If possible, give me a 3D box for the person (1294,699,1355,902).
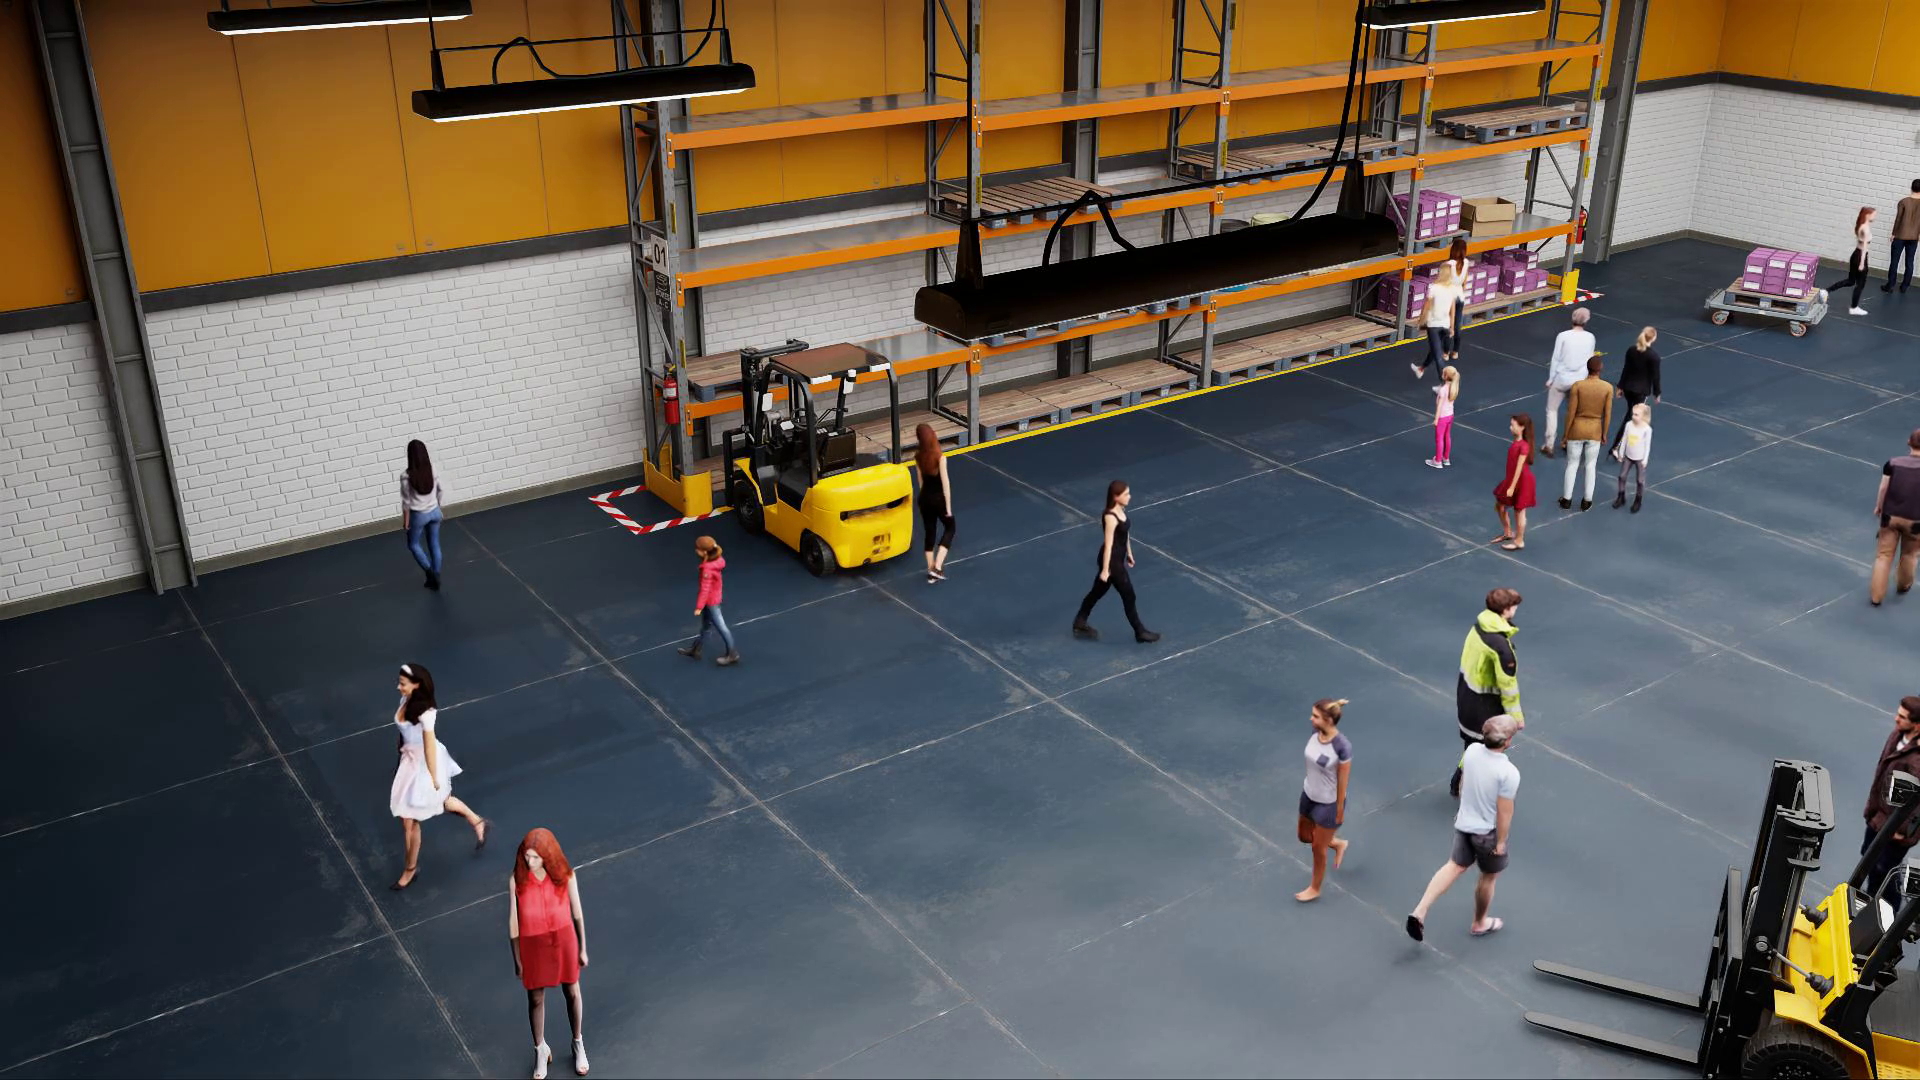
[{"bbox_3d":[2.718,1.872,12.165,0.837,1.606,0.632,-12,26,-26],"label":"person"}]

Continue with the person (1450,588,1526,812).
[{"bbox_3d":[4.060,1.281,13.058,0.926,1.973,0.910,-1,24,-1],"label":"person"}]

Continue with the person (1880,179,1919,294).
[{"bbox_3d":[15.760,-5.067,27.688,0.724,1.887,0.795,3,24,6],"label":"person"}]

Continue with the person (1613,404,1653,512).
[{"bbox_3d":[7.760,-0.960,19.062,0.476,1.270,0.485,-19,30,-37],"label":"person"}]

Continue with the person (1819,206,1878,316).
[{"bbox_3d":[14.190,-4.431,26.436,0.998,1.726,1.010,8,25,17],"label":"person"}]

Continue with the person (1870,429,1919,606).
[{"bbox_3d":[9.421,-0.193,16.637,0.937,1.808,1.125,15,28,30],"label":"person"}]

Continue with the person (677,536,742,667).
[{"bbox_3d":[-2.234,0.582,15.508,0.915,1.293,0.795,-1,24,-1],"label":"person"}]

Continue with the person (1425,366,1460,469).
[{"bbox_3d":[5.930,-1.518,20.336,0.474,1.272,0.566,-22,32,-40],"label":"person"}]

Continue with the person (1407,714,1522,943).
[{"bbox_3d":[3.536,2.039,11.533,1.089,1.807,0.703,-13,27,-27],"label":"person"}]

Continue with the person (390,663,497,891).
[{"bbox_3d":[-3.907,1.700,12.339,1.079,1.782,0.672,-15,28,-31],"label":"person"}]

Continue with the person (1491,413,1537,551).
[{"bbox_3d":[6.106,-0.627,17.966,0.755,1.539,0.693,-3,24,-6],"label":"person"}]

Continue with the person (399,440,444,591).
[{"bbox_3d":[-5.416,-0.222,16.936,0.745,1.621,0.605,20,31,38],"label":"person"}]

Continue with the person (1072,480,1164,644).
[{"bbox_3d":[1.383,0.226,15.885,1.122,1.642,1.108,6,24,14],"label":"person"}]

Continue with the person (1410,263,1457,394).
[{"bbox_3d":[6.605,-2.847,22.774,1.130,1.755,0.803,-10,26,-22],"label":"person"}]

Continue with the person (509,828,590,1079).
[{"bbox_3d":[-2.544,2.557,10.325,0.586,1.825,0.726,-5,24,-12],"label":"person"}]

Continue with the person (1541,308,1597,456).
[{"bbox_3d":[7.536,-1.940,20.542,0.777,1.882,0.854,0,24,0],"label":"person"}]

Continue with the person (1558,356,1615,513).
[{"bbox_3d":[7.132,-1.218,18.974,0.706,1.815,0.749,5,24,12],"label":"person"}]

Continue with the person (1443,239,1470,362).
[{"bbox_3d":[7.190,-3.495,24.220,0.526,1.785,0.687,-10,26,-22],"label":"person"}]

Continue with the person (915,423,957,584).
[{"bbox_3d":[-0.339,-0.341,17.112,0.696,1.699,0.717,20,31,39],"label":"person"}]

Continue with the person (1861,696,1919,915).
[{"bbox_3d":[6.619,1.937,11.725,0.902,1.839,0.854,3,24,6],"label":"person"}]

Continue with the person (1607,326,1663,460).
[{"bbox_3d":[8.239,-1.755,20.398,1.051,1.657,0.663,-15,28,-30],"label":"person"}]
